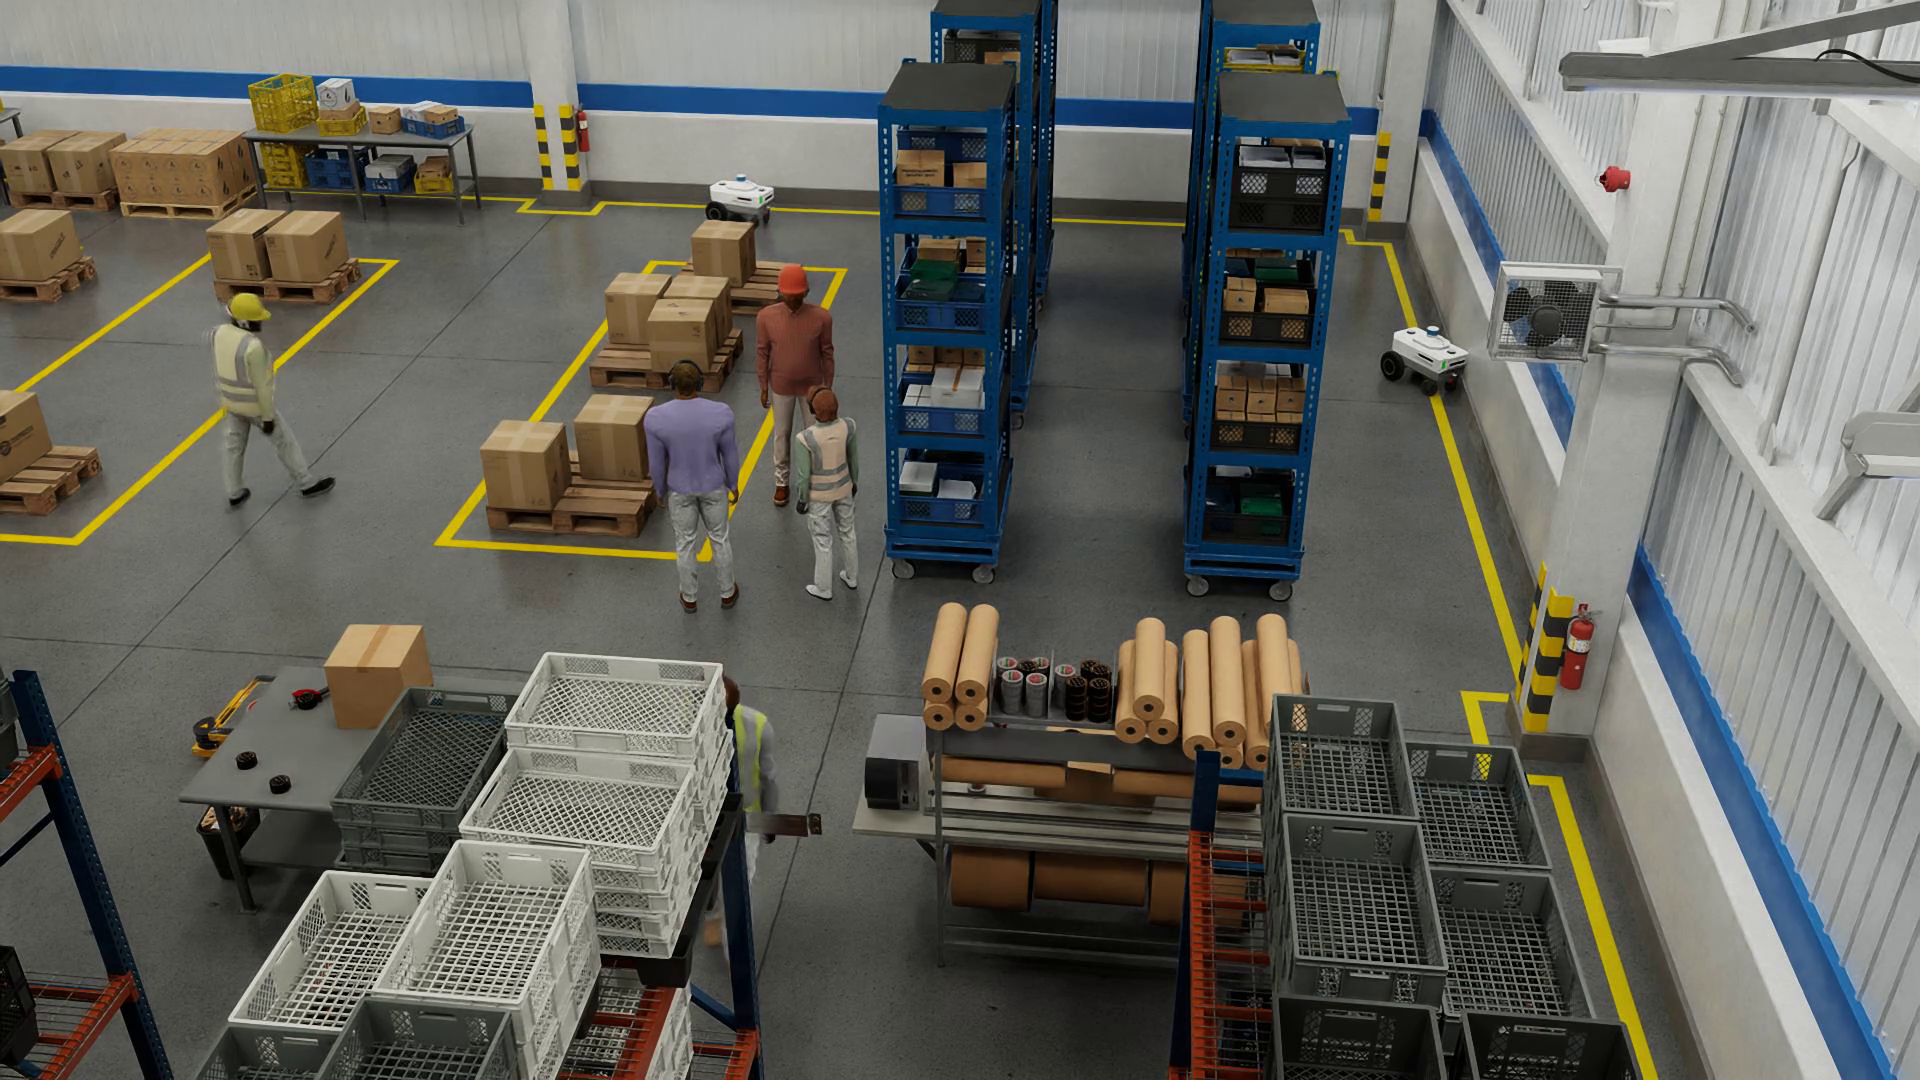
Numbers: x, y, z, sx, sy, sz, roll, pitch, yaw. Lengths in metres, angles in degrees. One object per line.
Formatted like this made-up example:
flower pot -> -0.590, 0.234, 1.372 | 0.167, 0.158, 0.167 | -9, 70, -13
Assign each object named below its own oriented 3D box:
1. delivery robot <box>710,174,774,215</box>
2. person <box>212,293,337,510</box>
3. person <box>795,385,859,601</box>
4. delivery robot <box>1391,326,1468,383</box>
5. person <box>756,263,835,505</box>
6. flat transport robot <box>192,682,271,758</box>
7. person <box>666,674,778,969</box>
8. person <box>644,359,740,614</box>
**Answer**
delivery robot -> -2.492, -3.943, 19.049 | 0.707, 0.478, 0.477 | 12, 32, 20
person -> -5.527, -1.098, 13.049 | 0.619, 1.777, 0.729 | 18, 35, 28
person -> -0.942, -0.336, 11.872 | 0.522, 1.637, 0.308 | -22, 37, -32
delivery robot -> 4.298, -1.715, 15.222 | 0.477, 0.478, 0.707 | -16, 34, -26
person -> -1.282, -1.220, 13.040 | 0.612, 1.997, 0.376 | -4, 30, -6
flat transport robot -> -4.089, 1.163, 10.648 | 1.431, 0.197, 0.652 | 3, 30, 6
person -> -1.272, 1.458, 8.625 | 0.673, 1.813, 0.627 | -4, 30, -7
person -> -1.847, -0.373, 11.642 | 0.629, 1.940, 0.373 | -4, 30, -8
